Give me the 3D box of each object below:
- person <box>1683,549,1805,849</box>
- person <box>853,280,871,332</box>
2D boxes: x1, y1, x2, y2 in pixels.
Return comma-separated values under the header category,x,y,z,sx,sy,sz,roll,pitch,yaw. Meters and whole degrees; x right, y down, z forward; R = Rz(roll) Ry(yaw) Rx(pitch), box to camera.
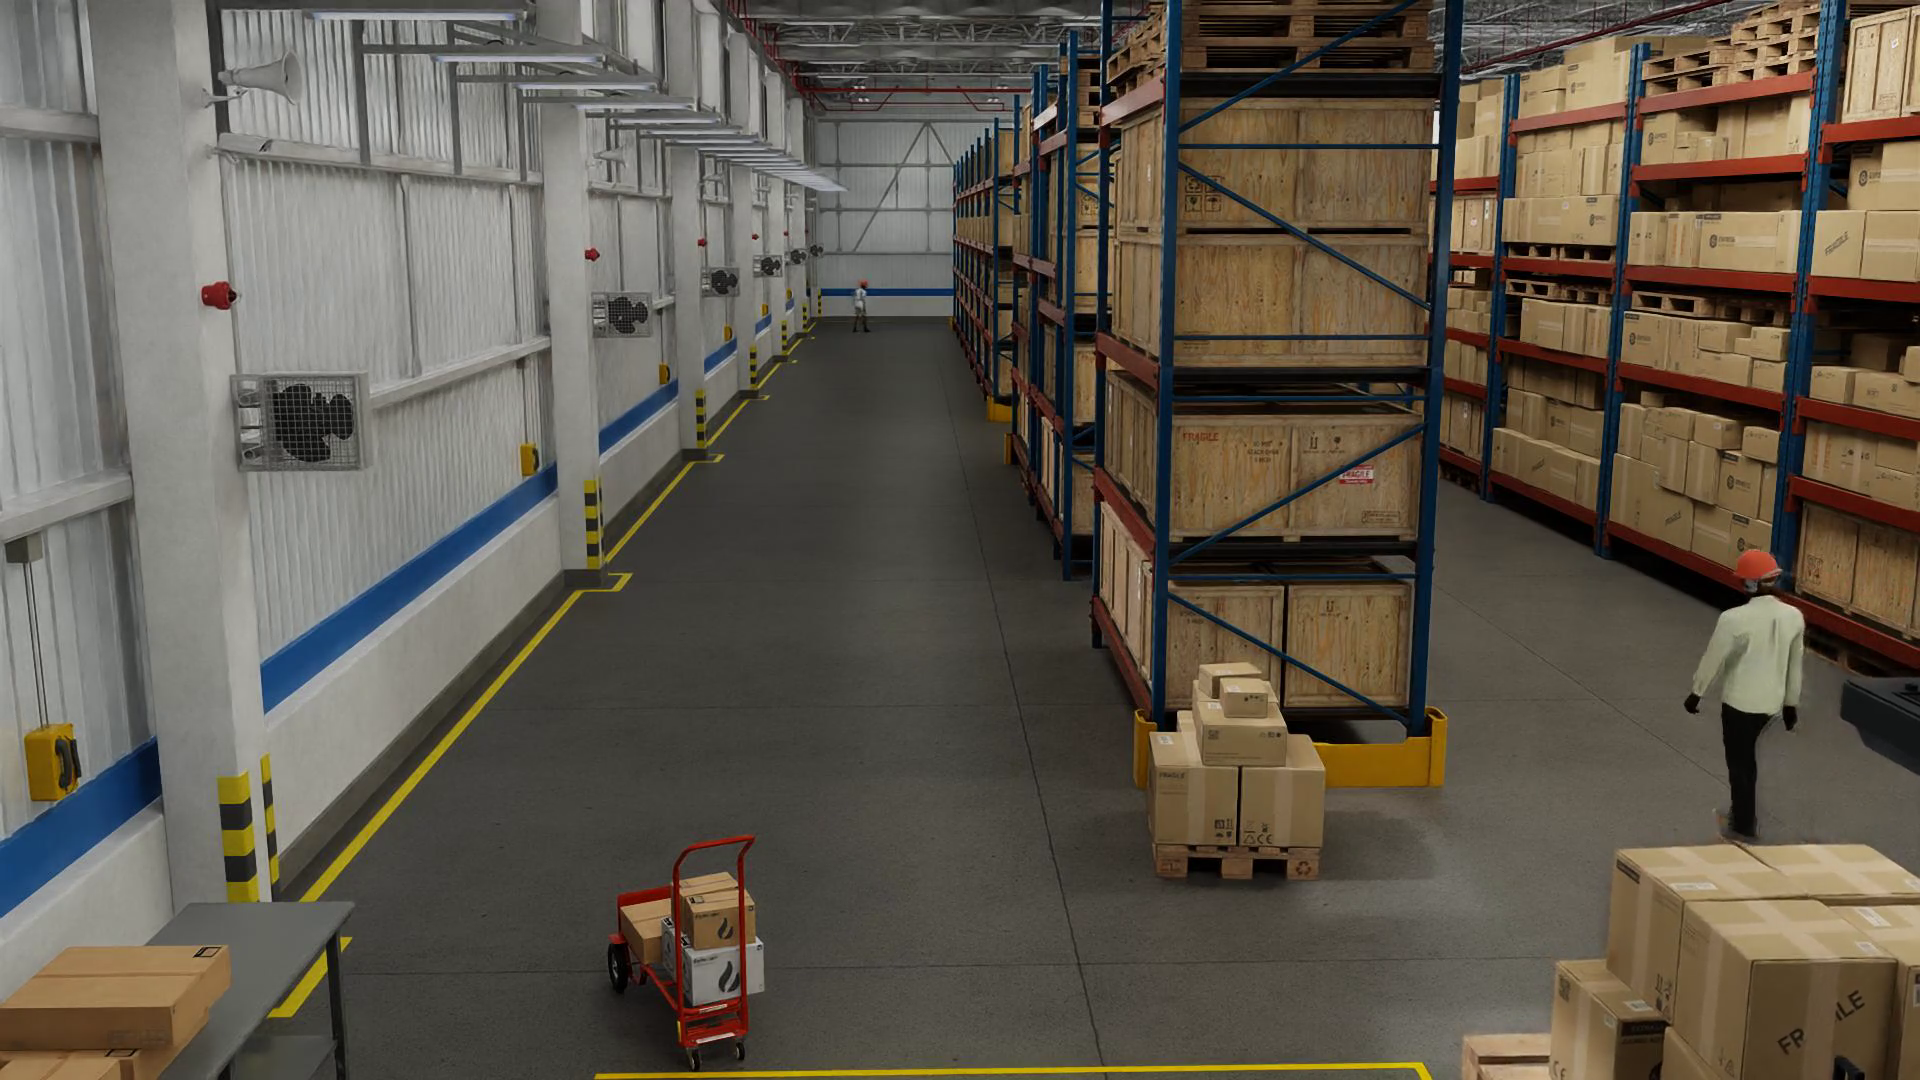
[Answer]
category,x,y,z,sx,sy,sz,roll,pitch,yaw
person,5.104,1.016,10.942,0.621,1.960,0.699,-4,11,-18
person,-3.635,-8.552,60.965,0.679,1.901,0.561,-9,14,-39
